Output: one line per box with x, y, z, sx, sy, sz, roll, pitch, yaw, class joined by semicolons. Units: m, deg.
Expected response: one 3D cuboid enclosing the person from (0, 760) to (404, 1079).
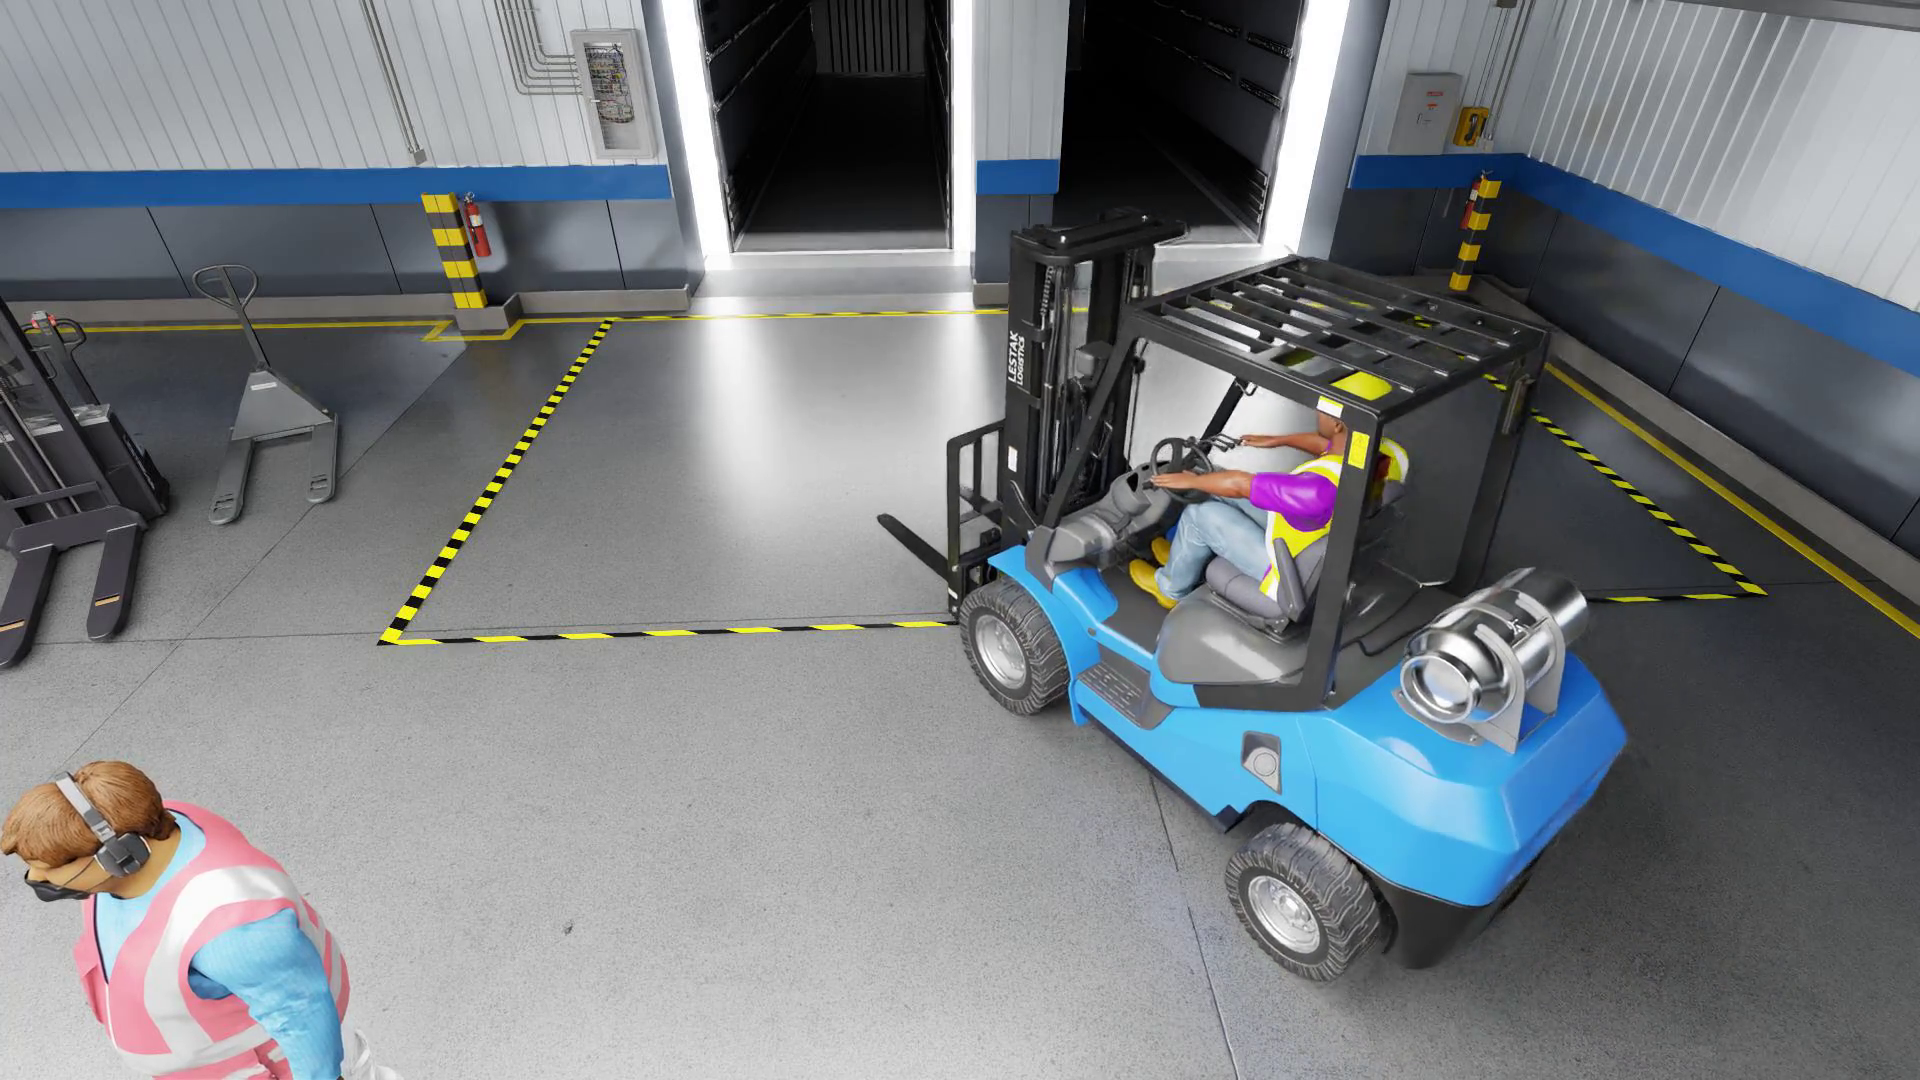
-1.789;1.240;2.343;0.624;1.843;0.429;18;39;24;person

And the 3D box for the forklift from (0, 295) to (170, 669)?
-5.212;-0.618;4.878;0.823;1.965;1.885;-20;39;-26;forklift

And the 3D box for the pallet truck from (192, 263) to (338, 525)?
-4.778;-1.027;6.128;0.680;1.201;1.601;-17;38;-23;pallet truck

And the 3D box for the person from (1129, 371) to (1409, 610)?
1.151;-0.188;3.622;0.635;1.294;1.004;-23;41;-30;person

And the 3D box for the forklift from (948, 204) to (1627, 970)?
1.181;-0.005;3.686;1.157;2.036;2.680;-23;41;-30;forklift
